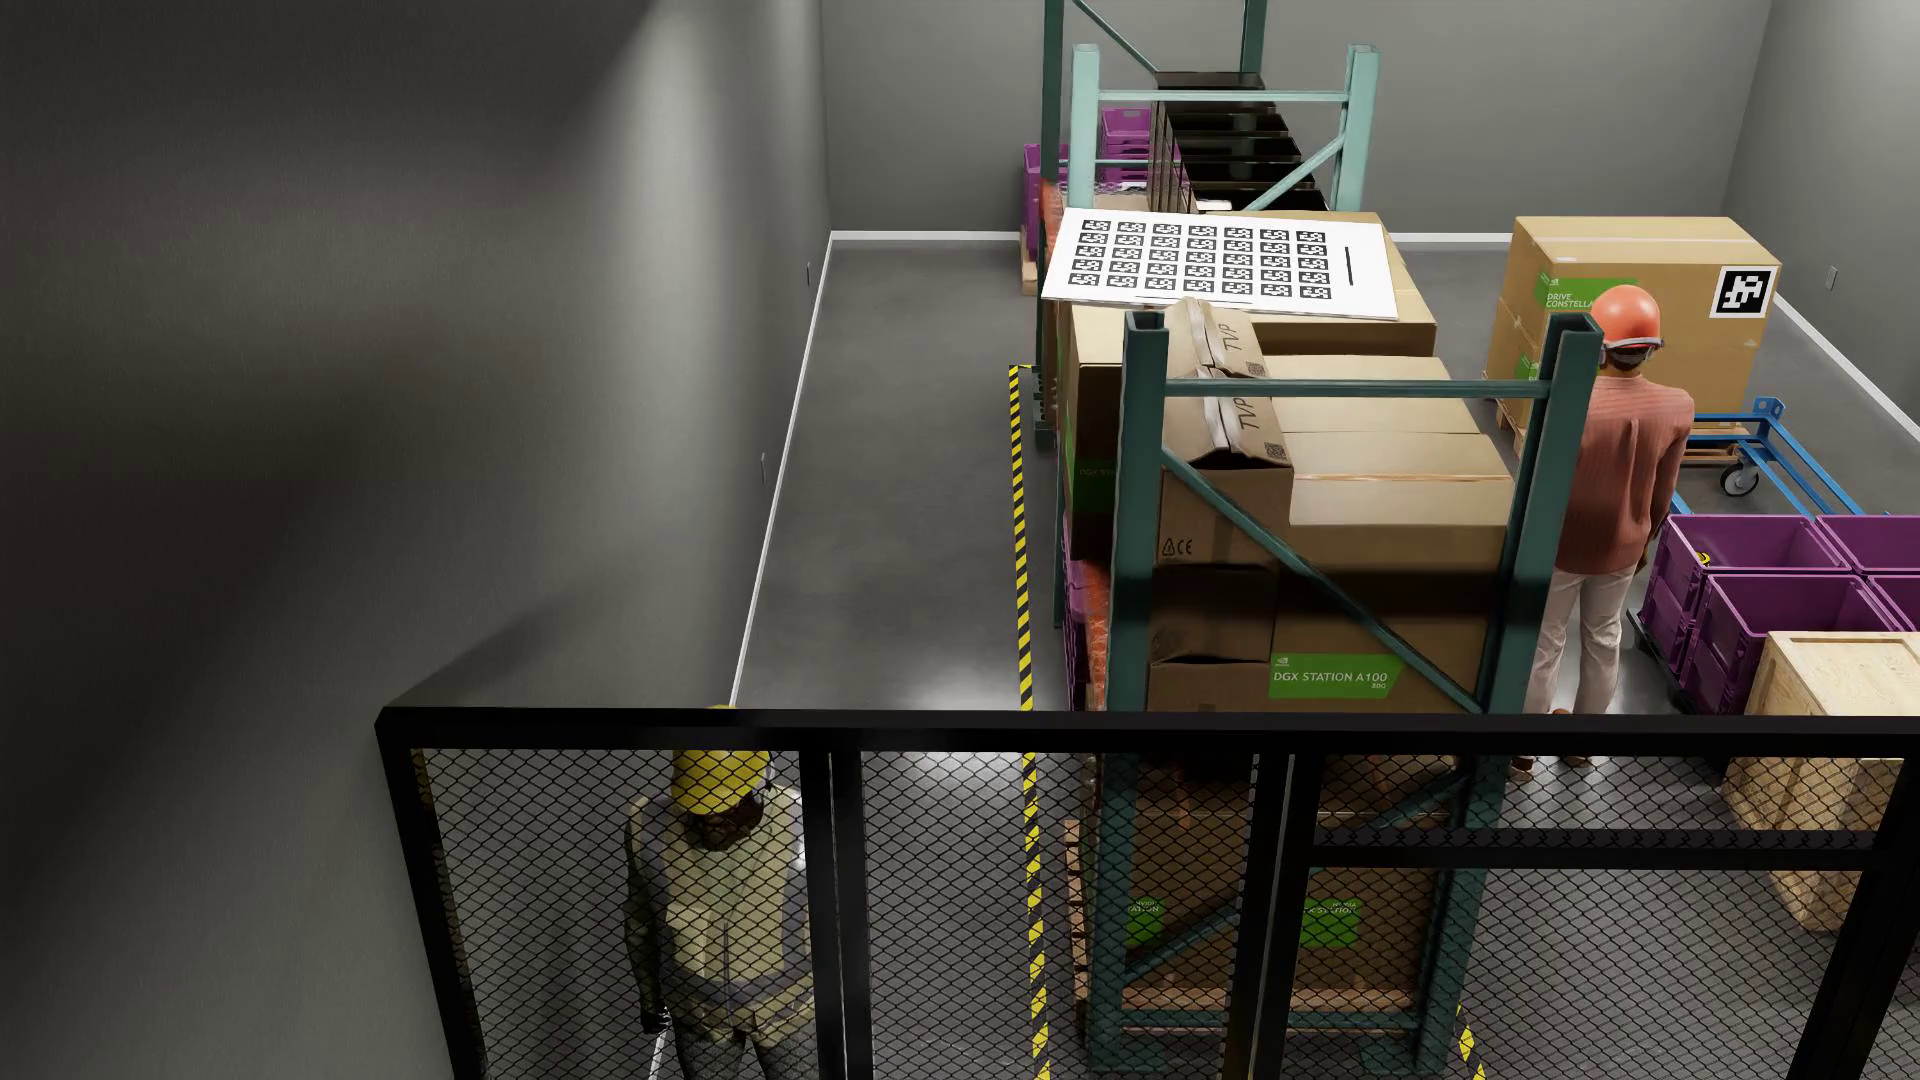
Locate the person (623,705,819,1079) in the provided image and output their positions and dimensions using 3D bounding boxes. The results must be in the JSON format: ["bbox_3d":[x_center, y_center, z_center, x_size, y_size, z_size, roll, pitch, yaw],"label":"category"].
[{"bbox_3d":[-0.567,1.181,4.353,0.601,1.830,0.404,1,31,2],"label":"person"}]

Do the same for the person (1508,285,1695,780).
[{"bbox_3d":[2.298,0.007,6.151,0.611,1.993,0.384,-7,32,-11],"label":"person"}]
